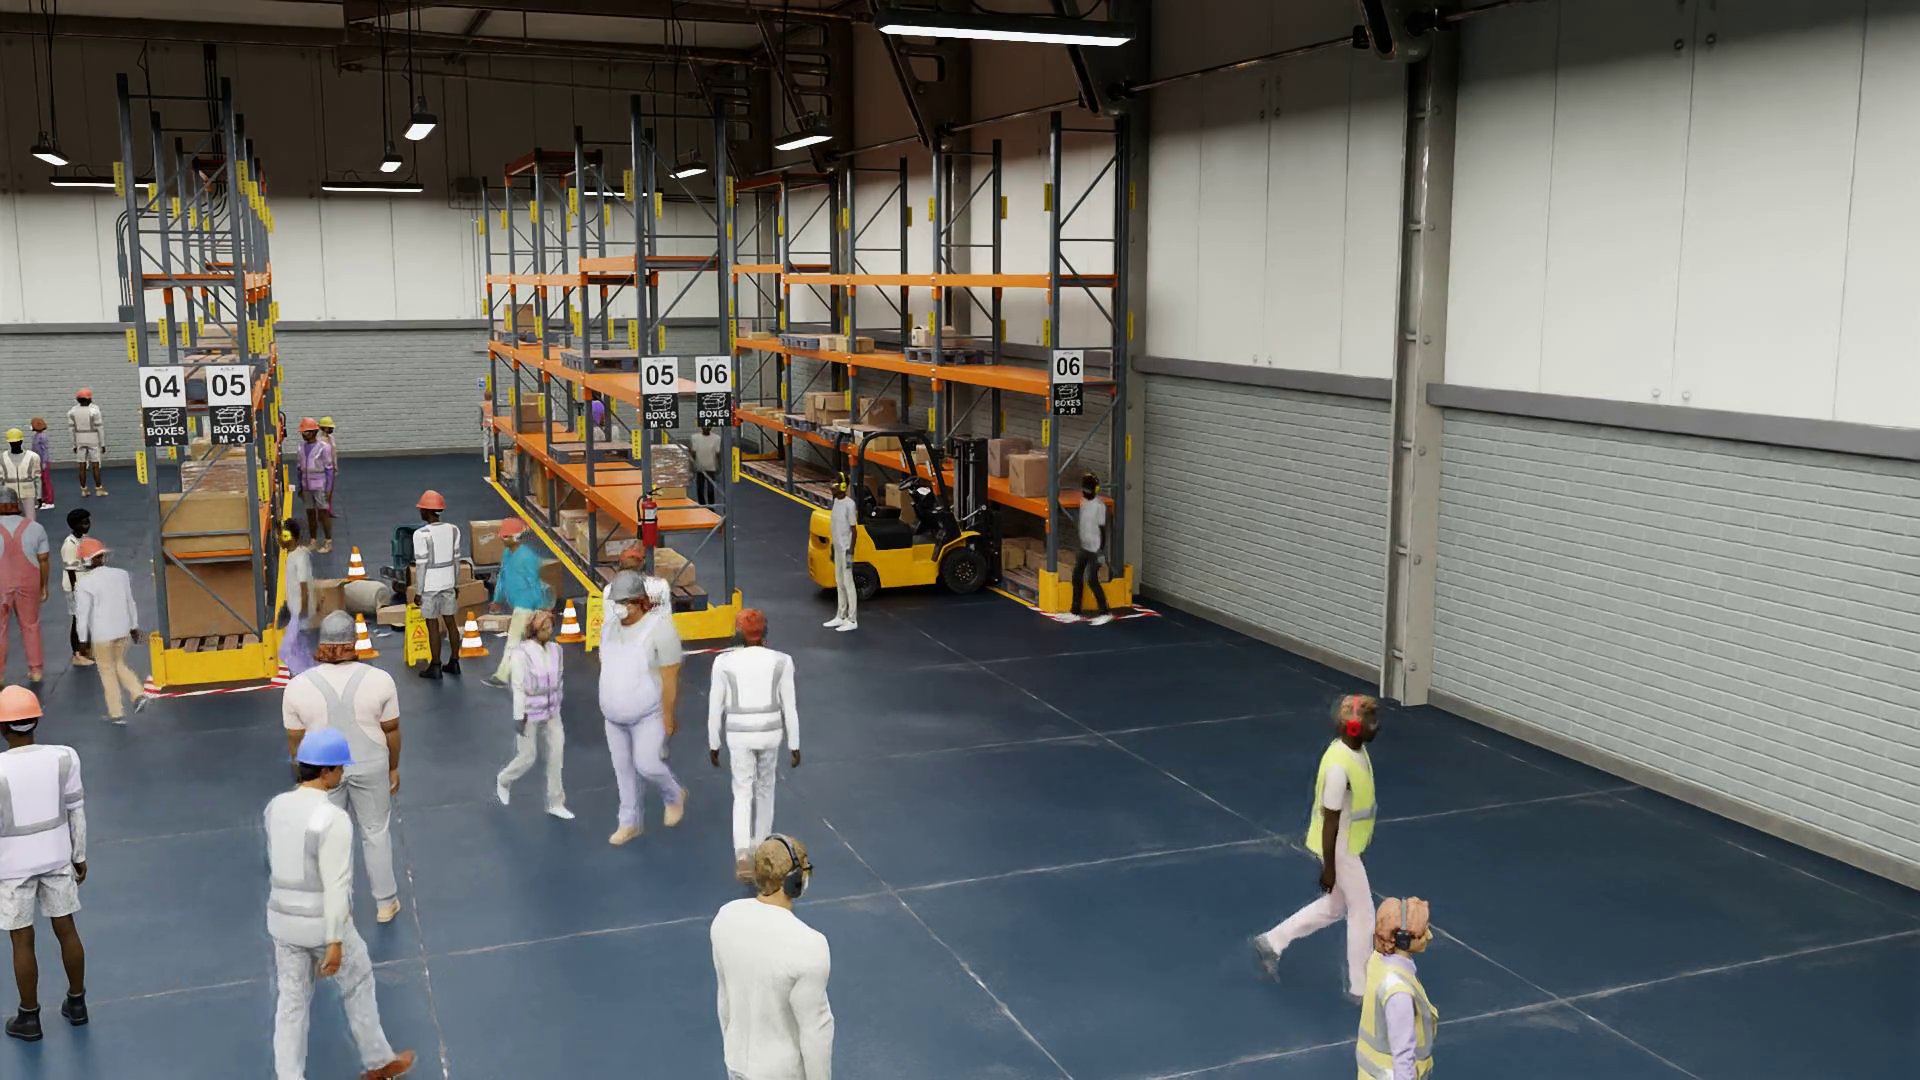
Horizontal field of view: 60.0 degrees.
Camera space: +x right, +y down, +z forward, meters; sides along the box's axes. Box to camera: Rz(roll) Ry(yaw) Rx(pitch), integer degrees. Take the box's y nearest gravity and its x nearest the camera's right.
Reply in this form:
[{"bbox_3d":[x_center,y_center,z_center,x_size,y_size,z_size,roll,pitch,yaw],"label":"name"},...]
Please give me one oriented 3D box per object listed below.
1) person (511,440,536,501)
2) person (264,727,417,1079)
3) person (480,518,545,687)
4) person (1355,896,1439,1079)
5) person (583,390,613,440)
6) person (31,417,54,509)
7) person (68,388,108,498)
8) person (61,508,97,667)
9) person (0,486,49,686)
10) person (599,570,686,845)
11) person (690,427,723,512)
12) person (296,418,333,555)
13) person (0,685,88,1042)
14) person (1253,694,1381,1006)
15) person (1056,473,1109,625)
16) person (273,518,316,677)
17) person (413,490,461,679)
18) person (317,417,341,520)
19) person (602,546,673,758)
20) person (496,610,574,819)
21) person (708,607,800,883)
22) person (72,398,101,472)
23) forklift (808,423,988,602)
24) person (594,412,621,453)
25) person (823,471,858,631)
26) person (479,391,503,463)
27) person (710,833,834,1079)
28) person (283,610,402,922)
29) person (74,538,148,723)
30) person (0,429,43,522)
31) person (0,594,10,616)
[{"bbox_3d":[-8.017,-1.596,30.401,0.626,1.805,0.583,6,11,34],"label":"person"},{"bbox_3d":[-3.129,1.870,8.317,0.616,1.906,0.846,5,10,29],"label":"person"},{"bbox_3d":[-4.475,0.619,16.806,0.871,1.694,0.560,-7,11,-37],"label":"person"},{"bbox_3d":[1.770,2.243,6.789,0.307,1.640,0.520,1,9,4],"label":"person"},{"bbox_3d":[-7.370,-2.157,33.854,0.625,1.844,0.429,-5,10,-29],"label":"person"},{"bbox_3d":[-16.289,-1.359,29.480,0.497,1.633,0.283,9,13,44],"label":"person"},{"bbox_3d":[-16.240,-1.802,30.981,0.608,2.044,0.370,-1,9,-5],"label":"person"},{"bbox_3d":[-9.307,0.500,17.611,0.319,1.690,0.540,-1,9,-8],"label":"person"},{"bbox_3d":[-9.617,0.442,16.862,0.685,2.000,0.535,-8,12,-40],"label":"person"},{"bbox_3d":[-2.356,1.203,12.078,0.695,2.000,0.602,5,10,27],"label":"person"},{"bbox_3d":[-4.181,-1.139,27.411,0.548,1.851,0.460,-1,9,-5],"label":"person"},{"bbox_3d":[-9.583,-0.794,24.639,0.614,2.040,0.390,4,10,21],"label":"person"},{"bbox_3d":[-5.046,1.739,9.031,0.372,1.933,0.552,8,12,40],"label":"person"},{"bbox_3d":[2.098,1.741,9.419,0.799,1.819,0.566,3,10,19],"label":"person"},{"bbox_3d":[1.521,0.113,19.610,0.491,1.844,0.683,-4,10,-26],"label":"person"},{"bbox_3d":[-6.311,0.713,15.807,0.436,1.839,0.547,-4,10,-23],"label":"person"},{"bbox_3d":[-5.386,0.455,17.090,0.349,1.940,0.551,6,11,33],"label":"person"},{"bbox_3d":[-10.701,-1.208,28.160,0.353,1.760,0.518,1,9,6],"label":"person"},{"bbox_3d":[-2.731,0.958,14.182,0.589,1.857,0.514,-2,9,-10],"label":"person"},{"bbox_3d":[-3.257,1.316,12.683,0.628,1.615,0.515,7,11,36],"label":"person"},{"bbox_3d":[-1.417,1.402,11.468,0.621,1.855,0.893,-2,9,-12],"label":"person"},{"bbox_3d":[-18.355,-2.281,34.946,0.578,1.738,0.354,-2,9,-12],"label":"person"},{"bbox_3d":[-0.830,-0.399,21.676,2.313,2.155,1.214,-4,10,-21],"label":"forklift"},{"bbox_3d":[-6.504,-1.559,30.776,0.508,1.623,0.333,-5,10,-27],"label":"person"},{"bbox_3d":[-1.379,0.126,19.384,0.329,1.874,0.518,-5,10,-29],"label":"person"},{"bbox_3d":[-10.344,-2.504,36.665,0.518,1.640,0.307,1,9,8],"label":"person"},{"bbox_3d":[-0.745,2.120,6.674,0.625,1.930,0.380,8,12,41],"label":"person"},{"bbox_3d":[-3.905,1.441,10.579,0.684,2.000,0.538,-3,10,-18],"label":"person"},{"bbox_3d":[-7.882,0.840,15.326,0.486,1.727,0.587,3,9,17],"label":"person"},{"bbox_3d":[-13.648,-0.659,24.149,0.588,1.927,0.370,-4,10,-25],"label":"person"},{"bbox_3d":[-9.860,0.555,16.598,0.622,1.902,0.601,-5,10,-30],"label":"person"}]
